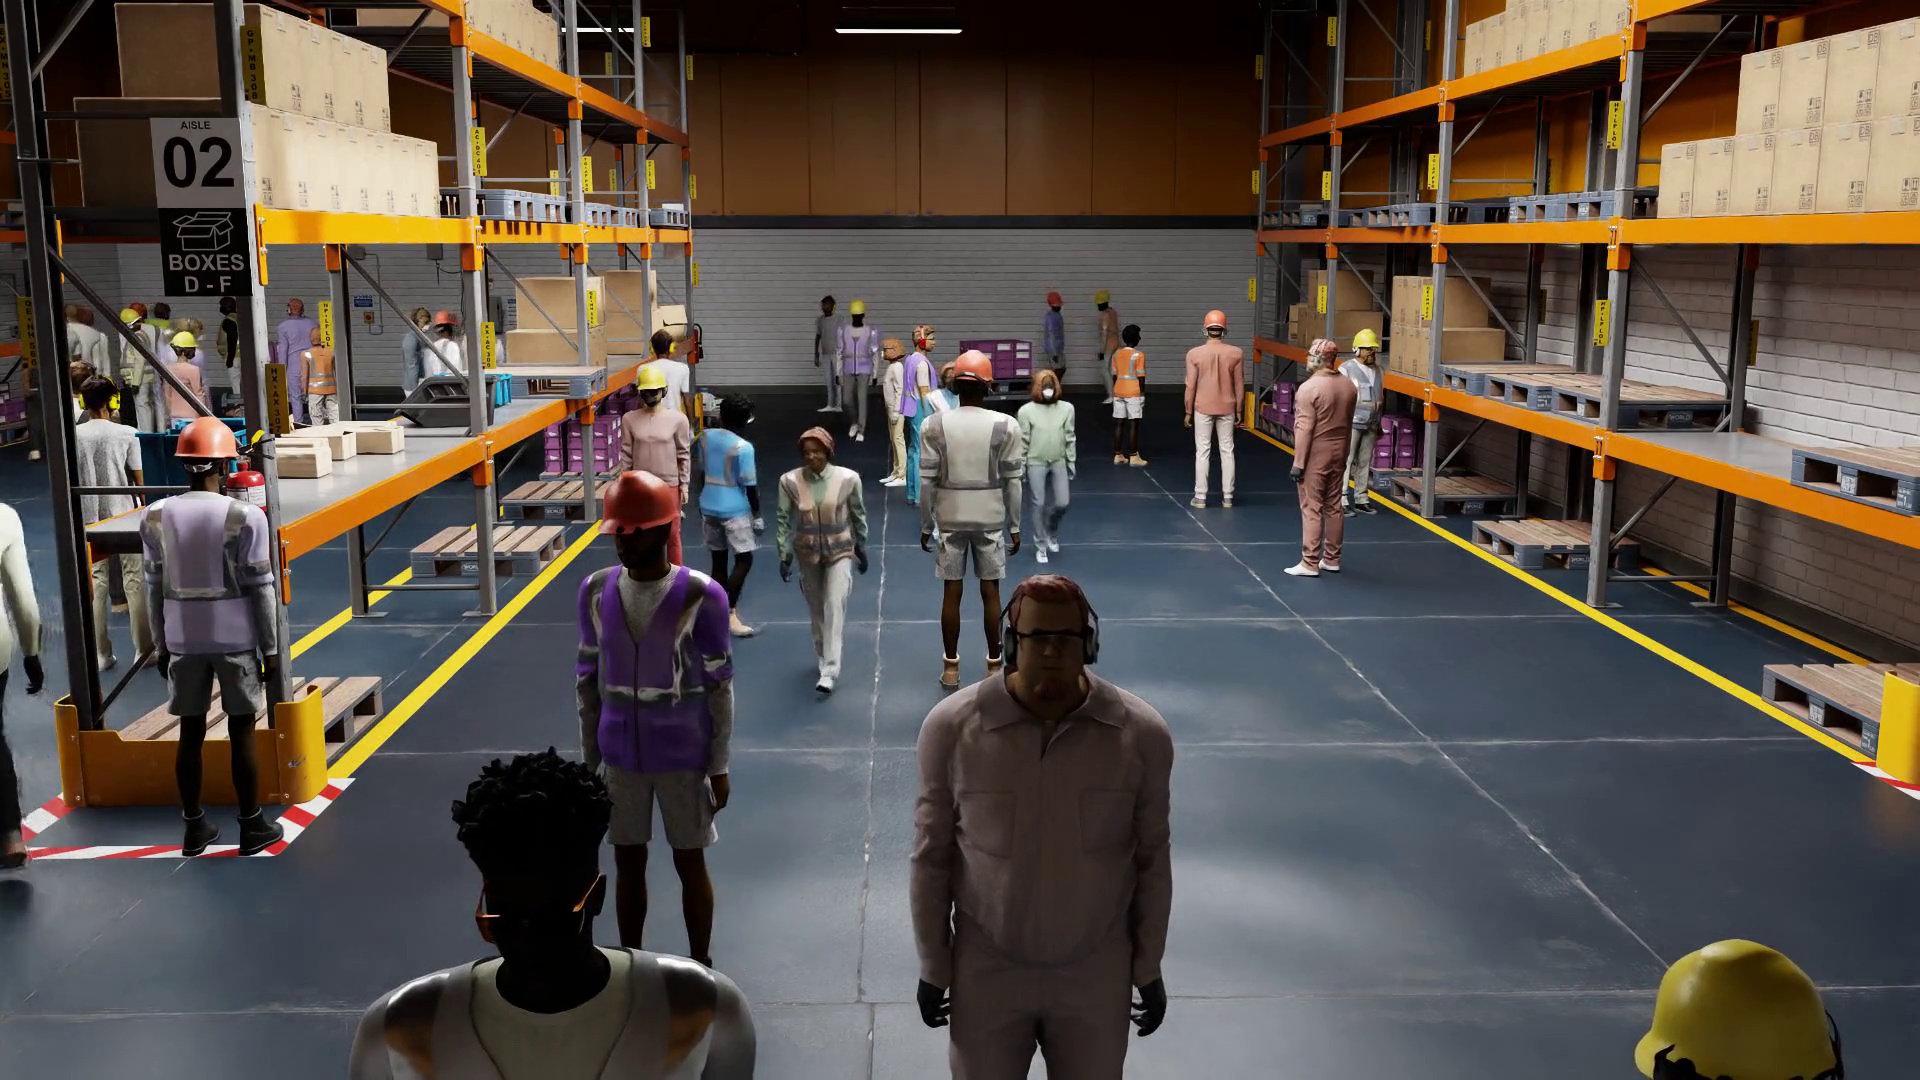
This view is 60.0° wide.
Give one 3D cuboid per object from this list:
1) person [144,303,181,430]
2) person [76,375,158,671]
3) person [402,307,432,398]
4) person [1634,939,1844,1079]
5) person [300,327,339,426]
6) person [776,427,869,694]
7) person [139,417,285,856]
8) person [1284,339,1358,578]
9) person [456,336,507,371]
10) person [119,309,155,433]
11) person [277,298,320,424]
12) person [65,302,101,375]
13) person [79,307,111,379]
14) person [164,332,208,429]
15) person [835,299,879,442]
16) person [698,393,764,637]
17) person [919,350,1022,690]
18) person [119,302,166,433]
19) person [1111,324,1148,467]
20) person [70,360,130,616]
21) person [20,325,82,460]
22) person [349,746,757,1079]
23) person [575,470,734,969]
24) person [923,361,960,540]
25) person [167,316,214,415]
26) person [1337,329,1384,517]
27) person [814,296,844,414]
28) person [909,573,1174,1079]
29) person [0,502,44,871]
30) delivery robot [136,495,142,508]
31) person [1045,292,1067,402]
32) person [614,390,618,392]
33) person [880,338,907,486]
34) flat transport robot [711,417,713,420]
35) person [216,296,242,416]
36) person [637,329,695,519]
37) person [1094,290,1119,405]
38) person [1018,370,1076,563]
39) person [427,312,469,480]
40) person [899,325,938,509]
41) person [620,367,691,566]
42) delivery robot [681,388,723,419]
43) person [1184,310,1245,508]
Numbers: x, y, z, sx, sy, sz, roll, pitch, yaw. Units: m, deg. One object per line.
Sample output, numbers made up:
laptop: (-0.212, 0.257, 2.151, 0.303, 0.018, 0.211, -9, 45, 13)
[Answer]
person: (-11.435, -2.483, 23.849, 0.636, 1.811, 0.501, 0, 10, 0)
person: (-5.318, -0.104, 10.425, 0.512, 1.865, 0.329, -2, 10, -9)
person: (-6.197, -1.697, 19.103, 0.379, 1.933, 0.629, -1, 10, -6)
person: (1.037, 1.398, 2.327, 0.314, 1.768, 0.526, -7, 12, -34)
person: (-7.847, -1.795, 20.471, 0.525, 1.636, 0.307, -9, 13, -40)
person: (-0.824, 0.108, 10.019, 0.536, 1.583, 0.921, 1, 10, 4)
person: (-3.252, 0.428, 7.285, 0.545, 1.932, 0.386, 0, 10, -3)
person: (2.881, -0.658, 13.369, 0.651, 1.913, 0.410, -8, 13, -39)
person: (-5.825, -1.839, 20.295, 0.627, 1.799, 0.947, 0, 10, 3)
person: (-10.631, -2.072, 21.499, 0.403, 1.822, 0.588, -3, 11, -19)
person: (-9.108, -2.374, 22.944, 0.406, 1.911, 0.637, 9, 13, 41)
person: (-11.182, -2.034, 21.026, 0.425, 1.922, 0.646, 8, 13, 38)
person: (-11.231, -2.052, 21.348, 0.586, 1.850, 0.891, -2, 10, -9)
person: (-7.913, -1.250, 17.079, 0.525, 1.769, 0.313, 5, 11, 26)
person: (-1.386, -2.278, 22.393, 0.617, 1.911, 0.436, 1, 10, 7)
person: (-1.597, -0.176, 11.374, 0.618, 1.665, 0.457, 9, 13, 40)
person: (0.064, -0.116, 9.984, 0.613, 2.041, 0.393, 1, 10, 4)
person: (-10.801, -2.195, 22.012, 0.355, 1.885, 0.575, 8, 13, 38)
person: (2.028, -1.730, 19.939, 0.321, 1.696, 0.535, -8, 13, -37)
person: (-6.220, -0.360, 11.901, 0.511, 1.841, 0.327, -2, 10, -9)
person: (-11.159, -1.991, 20.437, 0.563, 2.000, 0.728, 9, 14, 41)
person: (-0.597, 1.260, 2.535, 0.614, 1.963, 0.362, -2, 10, -12)
person: (-1.041, 0.722, 5.614, 0.552, 1.935, 0.373, 2, 10, 12)
person: (-0.069, -0.783, 14.855, 0.534, 1.623, 0.376, -2, 10, -11)
person: (-8.095, -1.416, 17.613, 0.655, 1.902, 0.433, 8, 13, 38)
person: (3.937, -1.148, 16.319, 0.587, 1.835, 0.404, -6, 12, -29)
person: (-2.019, -2.880, 25.987, 0.642, 1.836, 0.601, 5, 11, 24)
person: (0.199, 1.020, 4.030, 0.641, 1.913, 0.408, 0, 10, -2)
person: (-4.132, 0.484, 6.815, 0.441, 1.976, 0.641, 9, 13, 40)
delivery robot: (-7.570, -0.416, 15.540, 0.707, 0.478, 0.477, -4, 11, -21)
person: (1.578, -3.149, 27.373, 0.372, 1.865, 0.668, 4, 11, 19)
person: (-5.509, -2.945, 26.330, 0.404, 1.831, 0.600, -2, 10, -11)
person: (-0.731, -1.407, 18.320, 0.279, 1.632, 0.497, -2, 10, -11)
flat transport robot: (-4.441, -1.865, 24.665, 1.431, 0.197, 0.652, -4, 11, -23)
person: (-11.243, -2.837, 25.709, 0.429, 1.842, 0.633, -2, 10, -11)
person: (-2.804, -1.079, 15.860, 0.552, 1.857, 0.494, -1, 10, -6)
person: (2.438, -3.197, 27.572, 0.404, 1.900, 0.736, 3, 11, 16)
person: (0.724, -0.614, 13.922, 0.516, 1.626, 0.382, -2, 10, -12)
person: (-5.769, -1.602, 18.729, 0.433, 1.883, 0.678, -10, 14, -44)
person: (-0.404, -1.234, 16.760, 0.389, 1.846, 0.567, -3, 11, -16)
person: (-2.257, -0.399, 12.335, 0.525, 1.769, 0.315, 0, 10, 1)
delivery robot: (-3.712, -1.957, 24.128, 0.707, 0.478, 0.477, 8, 13, 38)
person: (2.564, -1.315, 16.795, 0.609, 1.996, 0.379, 0, 10, -2)
